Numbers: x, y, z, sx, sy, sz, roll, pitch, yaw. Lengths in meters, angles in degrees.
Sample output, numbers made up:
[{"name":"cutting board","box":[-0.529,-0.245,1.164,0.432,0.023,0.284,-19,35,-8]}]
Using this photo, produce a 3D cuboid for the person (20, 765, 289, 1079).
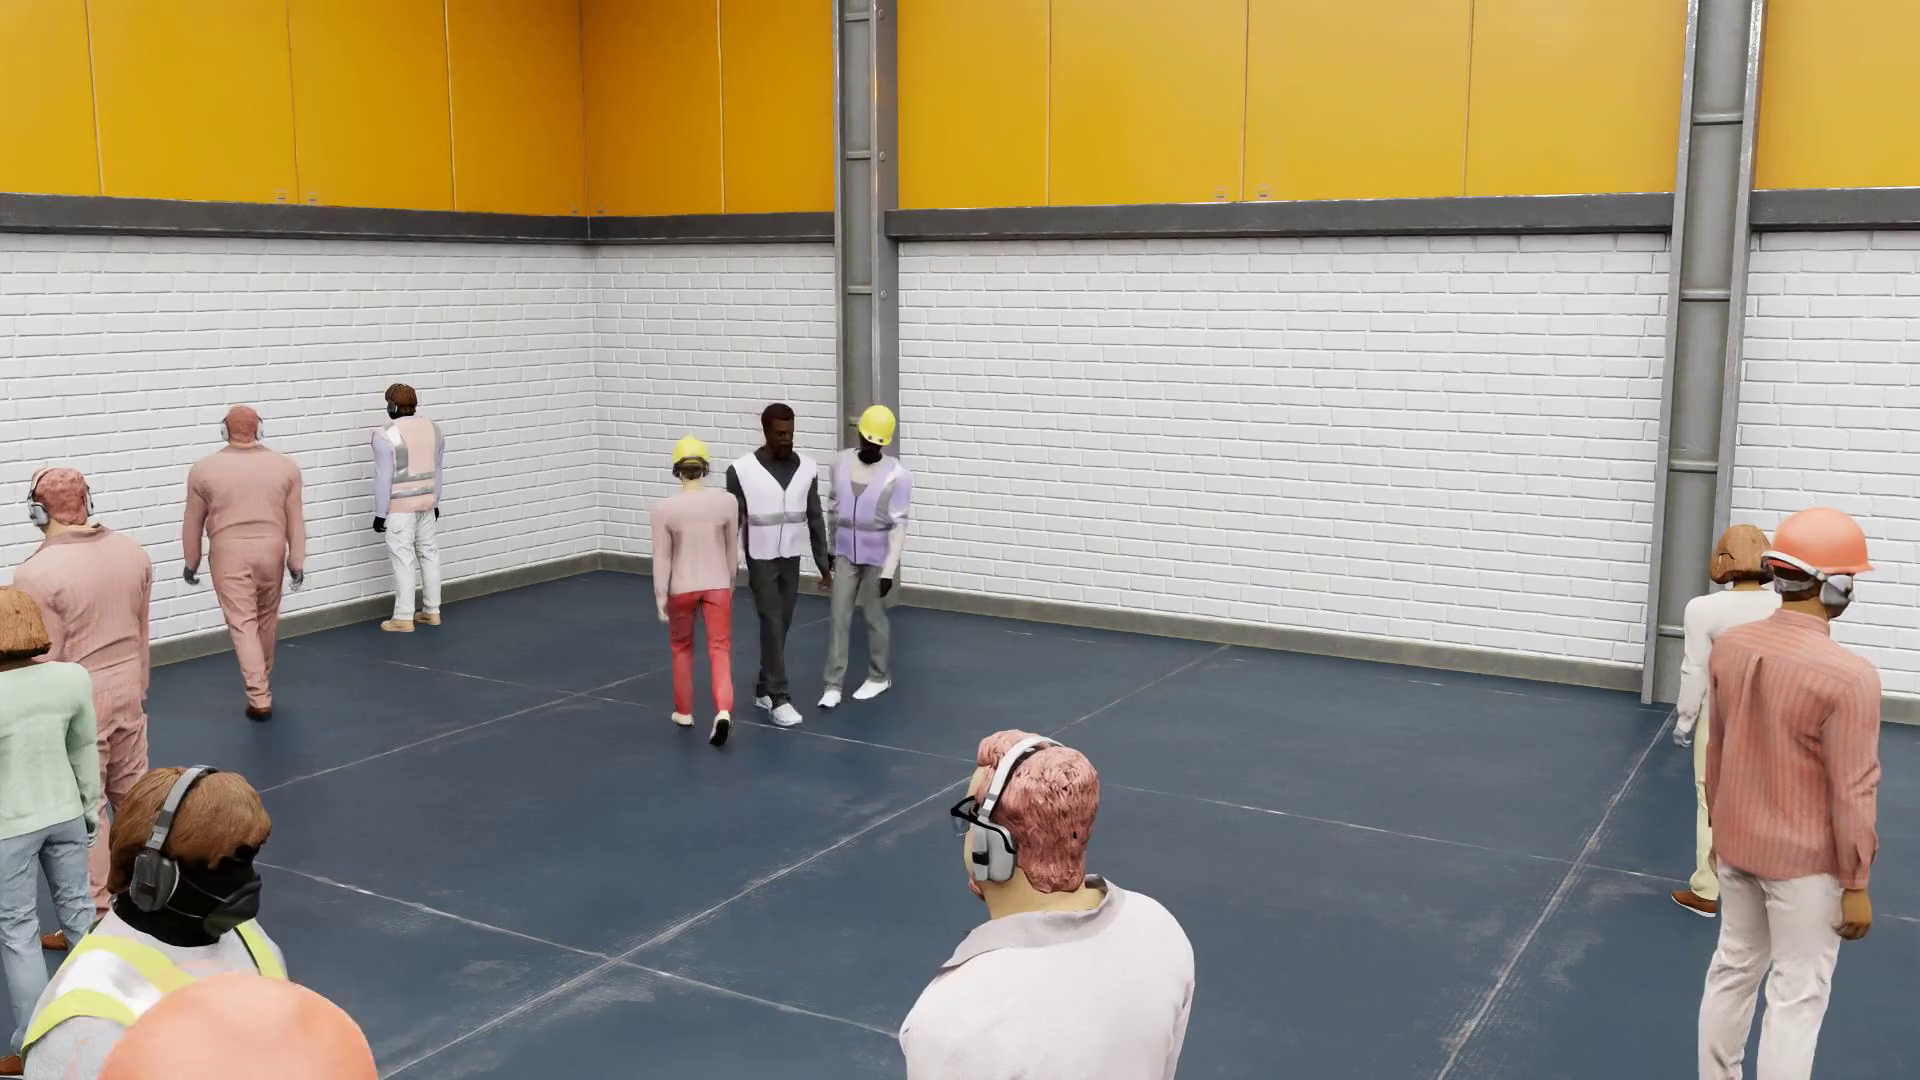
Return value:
[{"name":"person","box":[-1.290,1.281,2.867,0.429,1.838,0.621,-1,9,-5]}]

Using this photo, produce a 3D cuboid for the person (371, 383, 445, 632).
[{"name":"person","box":[-4.111,-0.241,12.345,0.429,1.844,0.624,5,10,28]}]

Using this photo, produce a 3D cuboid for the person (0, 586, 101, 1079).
[{"name":"person","box":[-3.075,0.960,5.495,0.266,1.631,0.507,5,10,27]}]

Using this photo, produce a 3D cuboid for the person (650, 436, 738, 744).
[{"name":"person","box":[-1.488,0.278,9.443,0.506,1.731,0.792,-3,9,-15]}]

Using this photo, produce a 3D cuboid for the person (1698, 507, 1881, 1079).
[{"name":"person","box":[2.394,0.893,4.813,0.397,1.990,0.614,-2,9,-12]}]

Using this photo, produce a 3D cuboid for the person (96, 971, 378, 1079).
[{"name":"person","box":[-0.597,1.391,1.612,0.842,2.008,0.626,6,11,32]}]

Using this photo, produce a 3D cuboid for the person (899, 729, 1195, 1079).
[{"name":"person","box":[0.106,1.255,2.809,0.409,1.909,0.641,8,12,39]}]

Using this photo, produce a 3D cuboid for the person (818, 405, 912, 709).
[{"name":"person","box":[-0.609,0.108,10.091,0.673,1.863,0.818,4,10,22]}]

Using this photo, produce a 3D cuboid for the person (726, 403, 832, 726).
[{"name":"person","box":[-1.032,0.143,9.800,0.619,1.883,0.843,-7,11,-37]}]

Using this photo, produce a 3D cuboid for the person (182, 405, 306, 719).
[{"name":"person","box":[-4.339,0.114,10.087,0.660,1.855,0.999,-6,11,-35]}]

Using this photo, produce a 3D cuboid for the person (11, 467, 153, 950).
[{"name":"person","box":[-3.464,0.657,6.555,0.403,1.904,0.637,2,9,14]}]

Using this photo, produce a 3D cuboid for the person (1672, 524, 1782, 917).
[{"name":"person","box":[3.190,0.745,6.839,0.497,1.632,0.289,0,9,-2]}]
